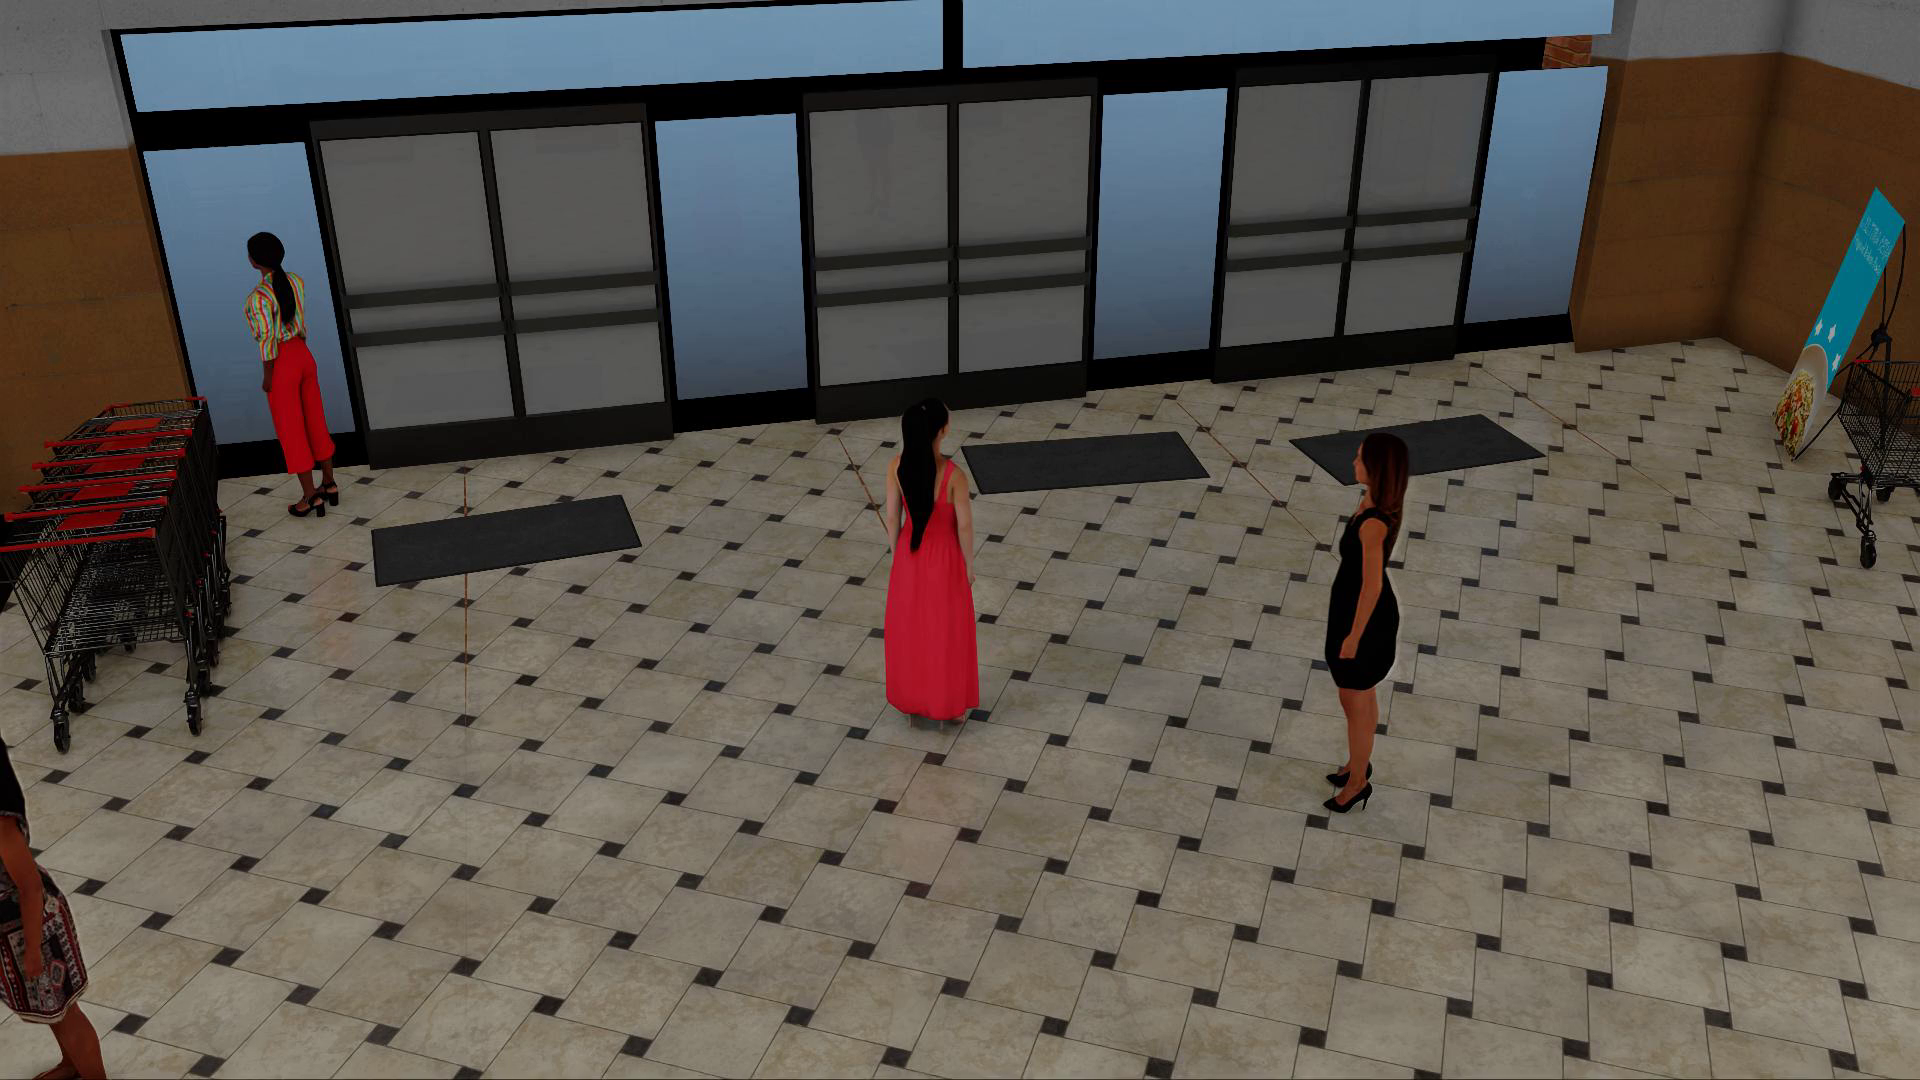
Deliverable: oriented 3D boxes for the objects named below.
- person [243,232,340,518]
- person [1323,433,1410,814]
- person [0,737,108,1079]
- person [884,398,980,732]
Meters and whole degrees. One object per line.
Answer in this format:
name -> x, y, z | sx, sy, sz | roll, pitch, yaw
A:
person -> -4.063, -0.997, 10.090 | 0.736, 1.794, 0.632 | 8, 28, 15
person -> 1.770, 0.387, 7.316 | 0.725, 1.834, 0.630 | 8, 28, 16
person -> -3.221, 1.319, 5.720 | 0.784, 1.615, 0.643 | -23, 35, -38
person -> -0.146, 0.131, 7.941 | 0.716, 1.725, 0.750 | 10, 28, 19
